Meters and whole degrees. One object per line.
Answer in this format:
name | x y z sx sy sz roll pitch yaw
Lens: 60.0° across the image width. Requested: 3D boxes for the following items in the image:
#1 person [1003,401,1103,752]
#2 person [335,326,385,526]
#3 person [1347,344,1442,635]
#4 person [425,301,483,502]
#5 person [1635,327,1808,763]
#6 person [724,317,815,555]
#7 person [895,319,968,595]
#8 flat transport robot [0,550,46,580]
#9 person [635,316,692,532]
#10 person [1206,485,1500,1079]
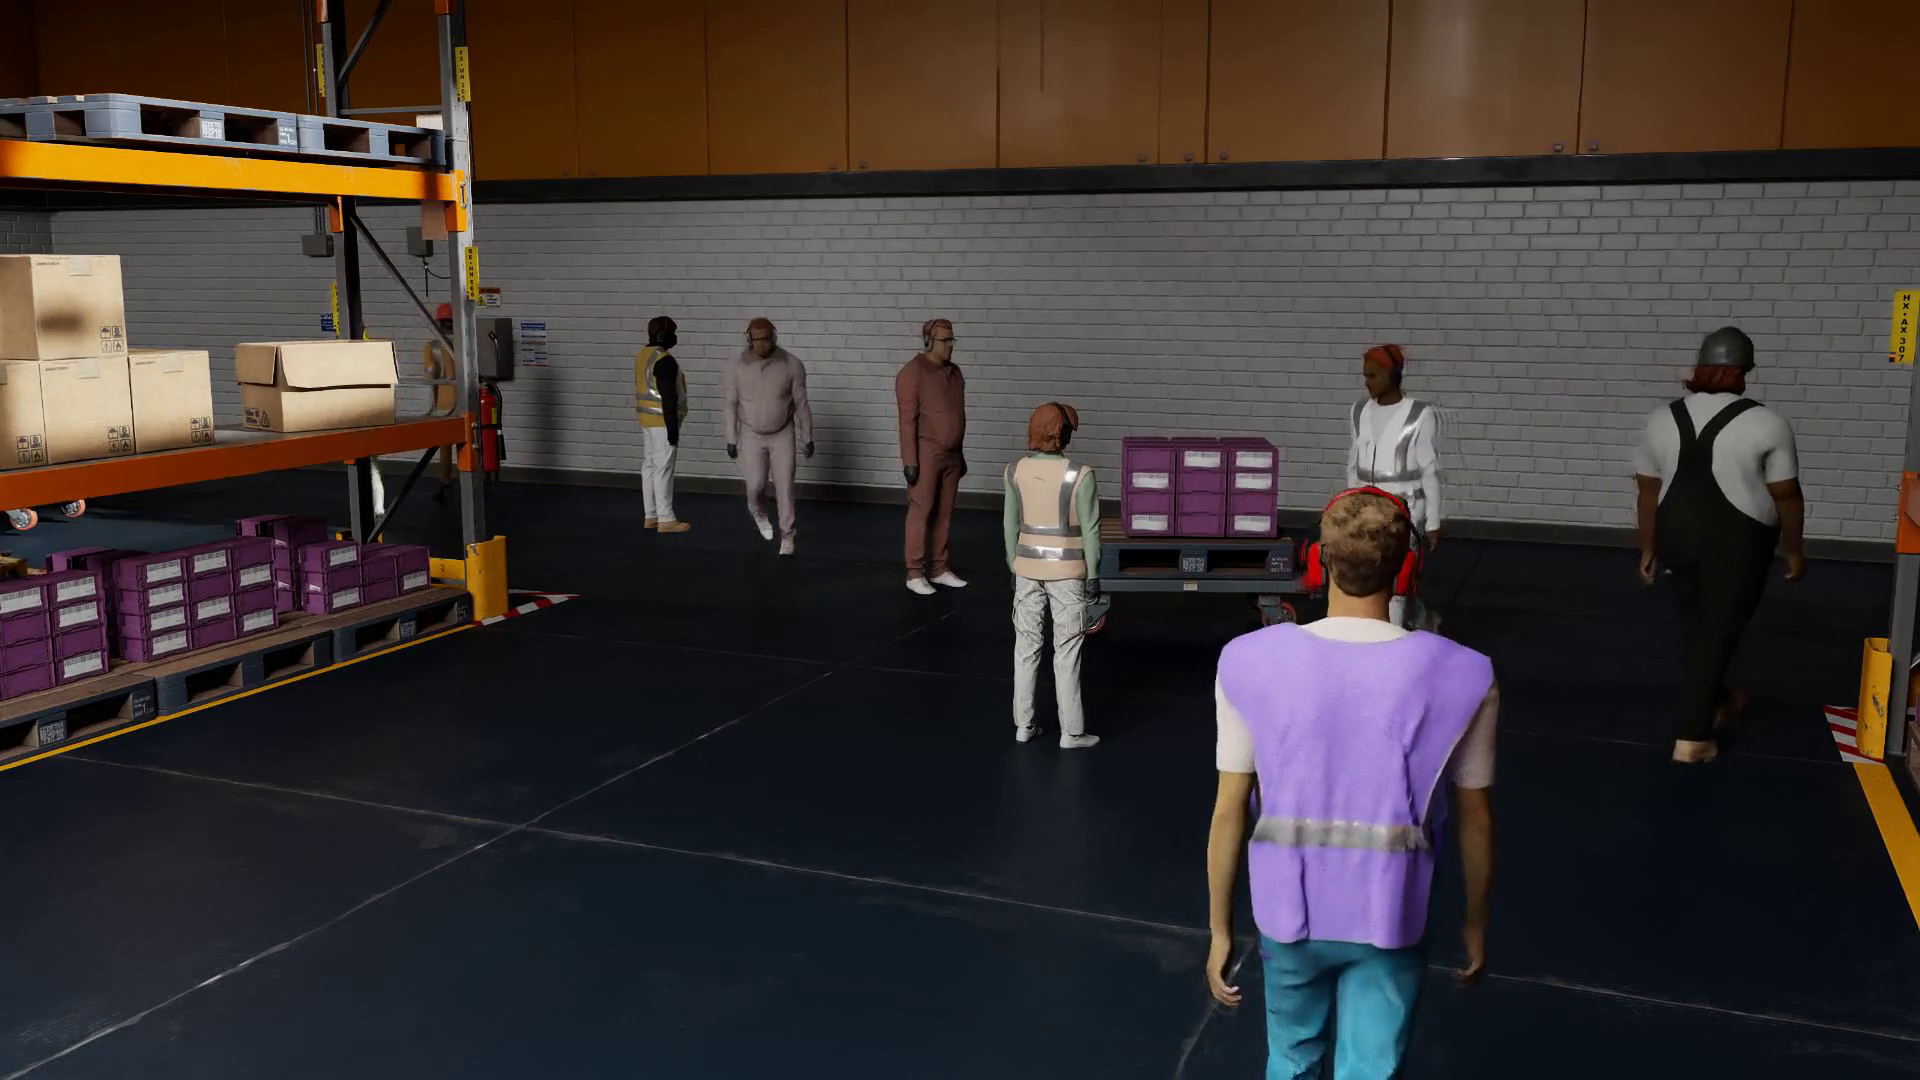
person | 0.432 0.174 7.799 0.513 1.641 0.307 6 11 32
person | -5.084 -0.964 14.041 0.567 1.853 0.394 -7 12 -36
person | 2.444 -0.161 9.192 0.738 1.859 0.622 -7 11 -35
person | -4.879 -1.332 16.043 0.552 1.933 0.376 -7 12 -35
person | 3.579 -0.021 7.769 0.983 2.000 0.692 -7 12 -36
person | -1.515 -0.836 13.212 0.712 1.877 0.613 -1 9 -6
person | -0.159 -0.582 11.580 0.403 1.904 0.651 7 12 36
flat transport robot | -7.013 0.283 11.277 0.652 0.197 1.431 5 11 28
person | -2.546 -0.991 14.253 0.430 1.843 0.625 -5 11 -29
person | 0.846 0.780 3.584 0.581 1.809 0.840 3 10 16
